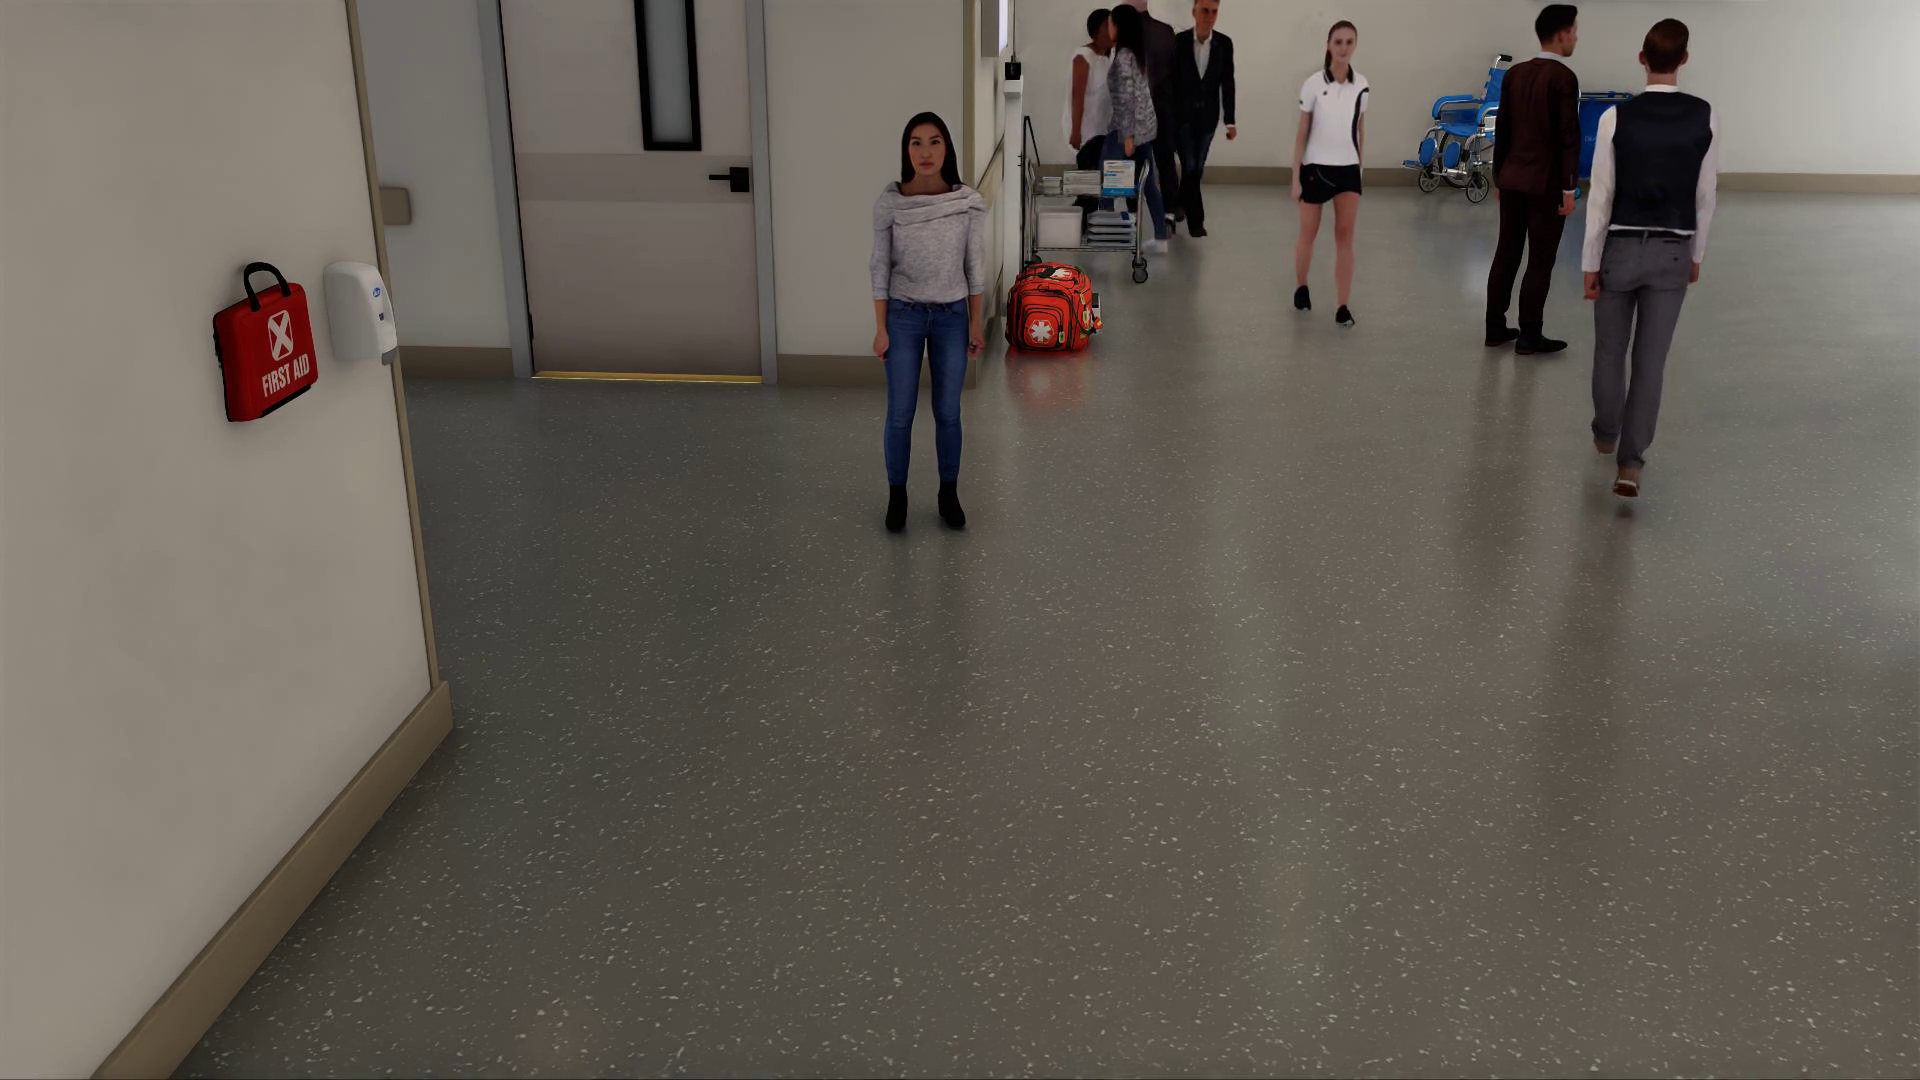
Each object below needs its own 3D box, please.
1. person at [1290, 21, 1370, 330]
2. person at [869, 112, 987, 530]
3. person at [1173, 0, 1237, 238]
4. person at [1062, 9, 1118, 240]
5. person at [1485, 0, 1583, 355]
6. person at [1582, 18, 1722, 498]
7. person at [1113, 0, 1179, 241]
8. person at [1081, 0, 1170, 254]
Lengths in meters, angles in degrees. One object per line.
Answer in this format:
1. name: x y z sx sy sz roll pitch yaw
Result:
1. person: 2.133 -2.109 9.740 0.683 1.698 1.181 0 21 -1
2. person: -0.135 -0.841 6.484 0.652 1.633 0.596 -3 21 -9
3. person: 1.739 -3.185 12.509 0.834 1.750 1.286 -1 21 -2
4. person: 0.887 -2.980 12.067 0.822 1.679 0.688 7 22 18
5. person: 3.160 -1.971 9.143 0.841 1.863 0.743 -12 24 -29
6. person: 2.823 -1.122 6.834 0.936 1.911 1.335 9 22 22
7. person: 1.410 -3.063 12.161 0.908 1.767 1.321 -2 21 -5
8. person: 1.259 -2.853 11.710 0.914 1.695 0.932 11 23 27
